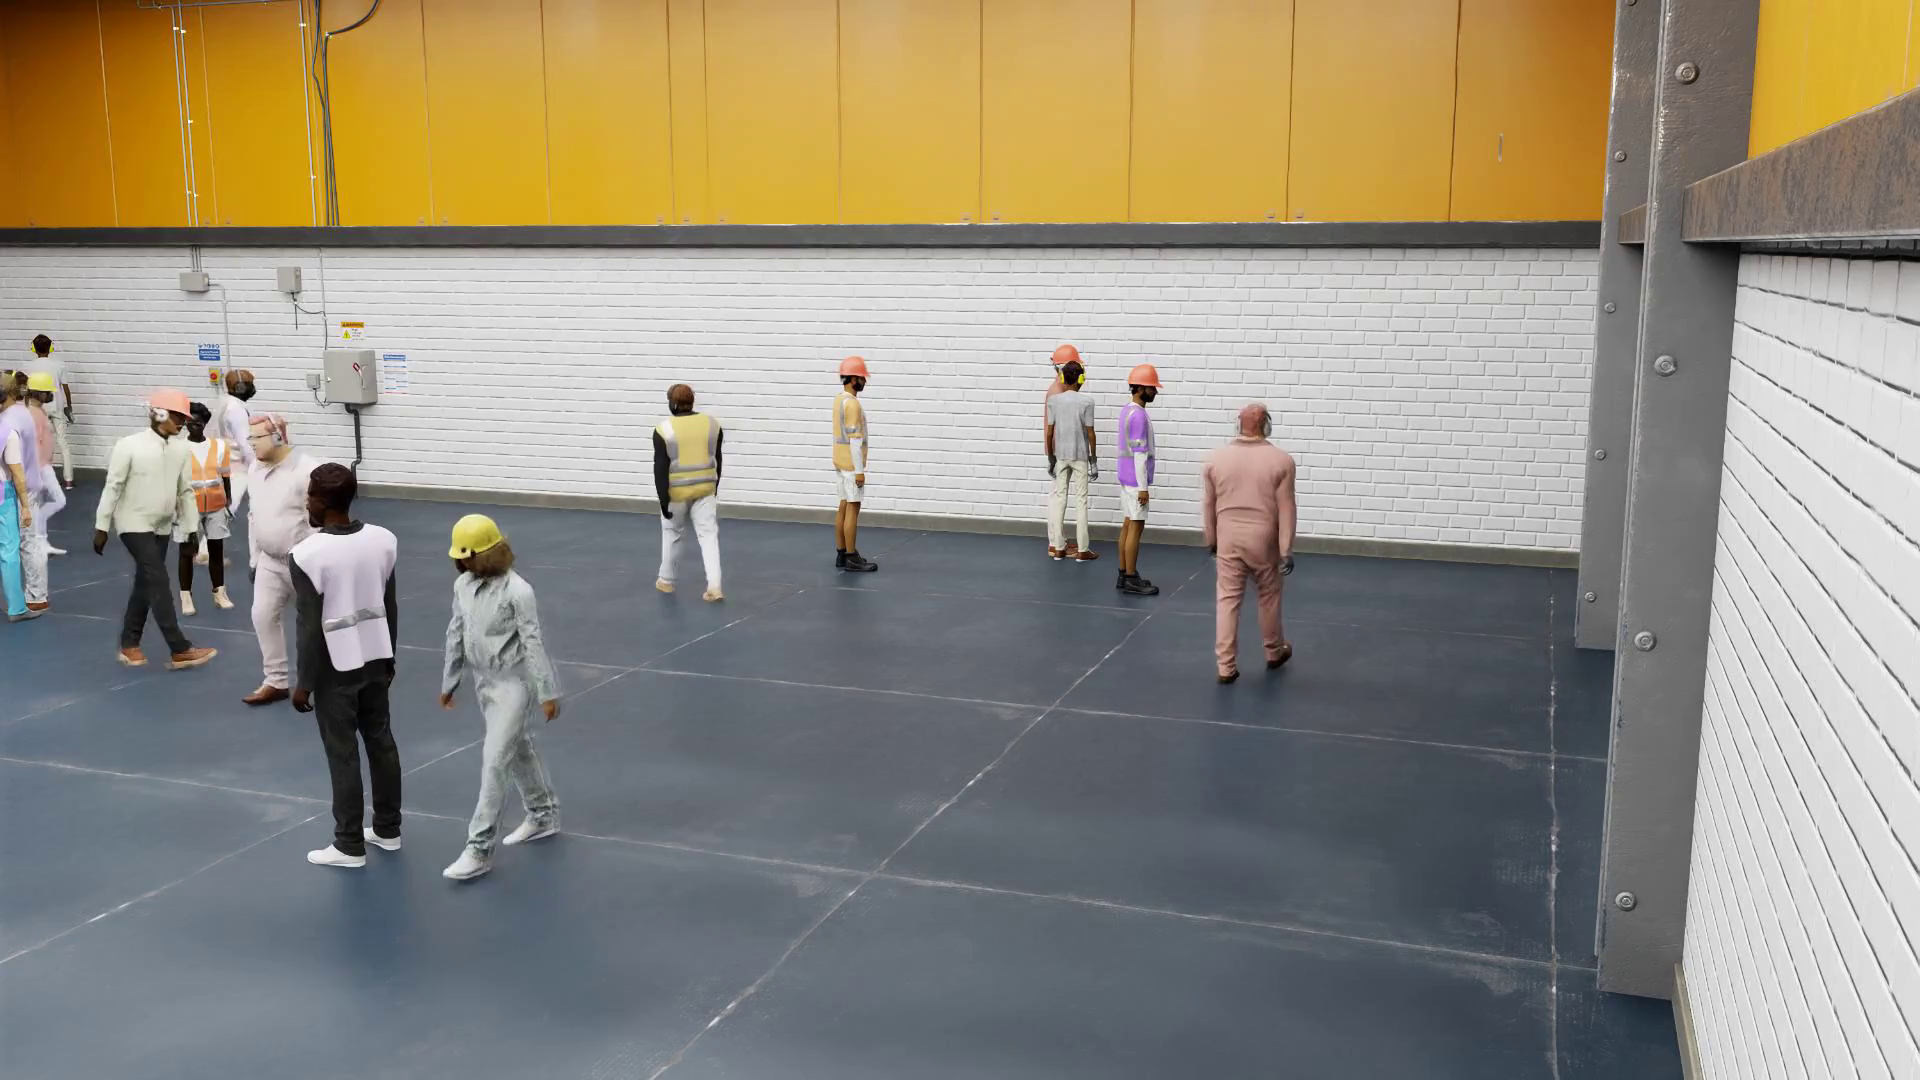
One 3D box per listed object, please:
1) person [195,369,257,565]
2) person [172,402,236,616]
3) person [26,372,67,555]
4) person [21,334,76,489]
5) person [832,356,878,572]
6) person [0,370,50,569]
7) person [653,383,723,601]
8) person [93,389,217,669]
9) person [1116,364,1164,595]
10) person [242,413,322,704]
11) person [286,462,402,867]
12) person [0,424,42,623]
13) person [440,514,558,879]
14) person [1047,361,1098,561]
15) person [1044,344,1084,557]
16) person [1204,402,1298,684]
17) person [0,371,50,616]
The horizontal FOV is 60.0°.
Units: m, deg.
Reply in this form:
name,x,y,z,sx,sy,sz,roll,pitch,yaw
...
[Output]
name,x,y,z,sx,sy,sz,roll,pitch,yaw
person,-6.593,-0.662,15.264,0.975,1.801,0.615,-4,11,-24
person,-6.041,-0.256,13.230,0.530,1.696,0.322,-9,13,-40
person,-8.571,-0.692,15.530,0.409,1.745,0.598,-5,11,-26
person,-10.908,-1.524,19.900,0.533,1.864,0.310,-7,12,-35
person,-0.961,-0.684,14.958,0.356,1.939,0.542,-4,11,-20
person,-8.581,-0.636,15.038,0.610,1.816,0.701,8,13,37
person,-2.251,-0.398,13.772,0.629,1.804,0.926,-5,11,-27
person,-5.545,-0.068,11.513,0.905,1.928,0.684,3,10,16
person,1.512,-0.508,13.978,0.364,1.934,0.553,-1,10,-5
person,-4.256,0.134,10.536,0.640,1.881,0.550,4,11,23
person,-2.887,0.587,7.851,0.392,1.922,0.591,5,11,26
person,-7.485,-0.263,12.844,0.570,1.844,0.379,0,10,1
person,-2.210,0.709,7.806,0.580,1.685,0.862,7,12,34
person,1.044,-0.731,15.438,0.520,1.865,0.328,5,11,27
person,0.978,-0.844,15.705,0.377,1.995,0.608,1,10,7
person,2.000,0.002,11.303,0.675,1.865,0.934,5,11,26
person,-7.467,-0.367,13.175,0.356,1.936,0.635,-4,11,-22
